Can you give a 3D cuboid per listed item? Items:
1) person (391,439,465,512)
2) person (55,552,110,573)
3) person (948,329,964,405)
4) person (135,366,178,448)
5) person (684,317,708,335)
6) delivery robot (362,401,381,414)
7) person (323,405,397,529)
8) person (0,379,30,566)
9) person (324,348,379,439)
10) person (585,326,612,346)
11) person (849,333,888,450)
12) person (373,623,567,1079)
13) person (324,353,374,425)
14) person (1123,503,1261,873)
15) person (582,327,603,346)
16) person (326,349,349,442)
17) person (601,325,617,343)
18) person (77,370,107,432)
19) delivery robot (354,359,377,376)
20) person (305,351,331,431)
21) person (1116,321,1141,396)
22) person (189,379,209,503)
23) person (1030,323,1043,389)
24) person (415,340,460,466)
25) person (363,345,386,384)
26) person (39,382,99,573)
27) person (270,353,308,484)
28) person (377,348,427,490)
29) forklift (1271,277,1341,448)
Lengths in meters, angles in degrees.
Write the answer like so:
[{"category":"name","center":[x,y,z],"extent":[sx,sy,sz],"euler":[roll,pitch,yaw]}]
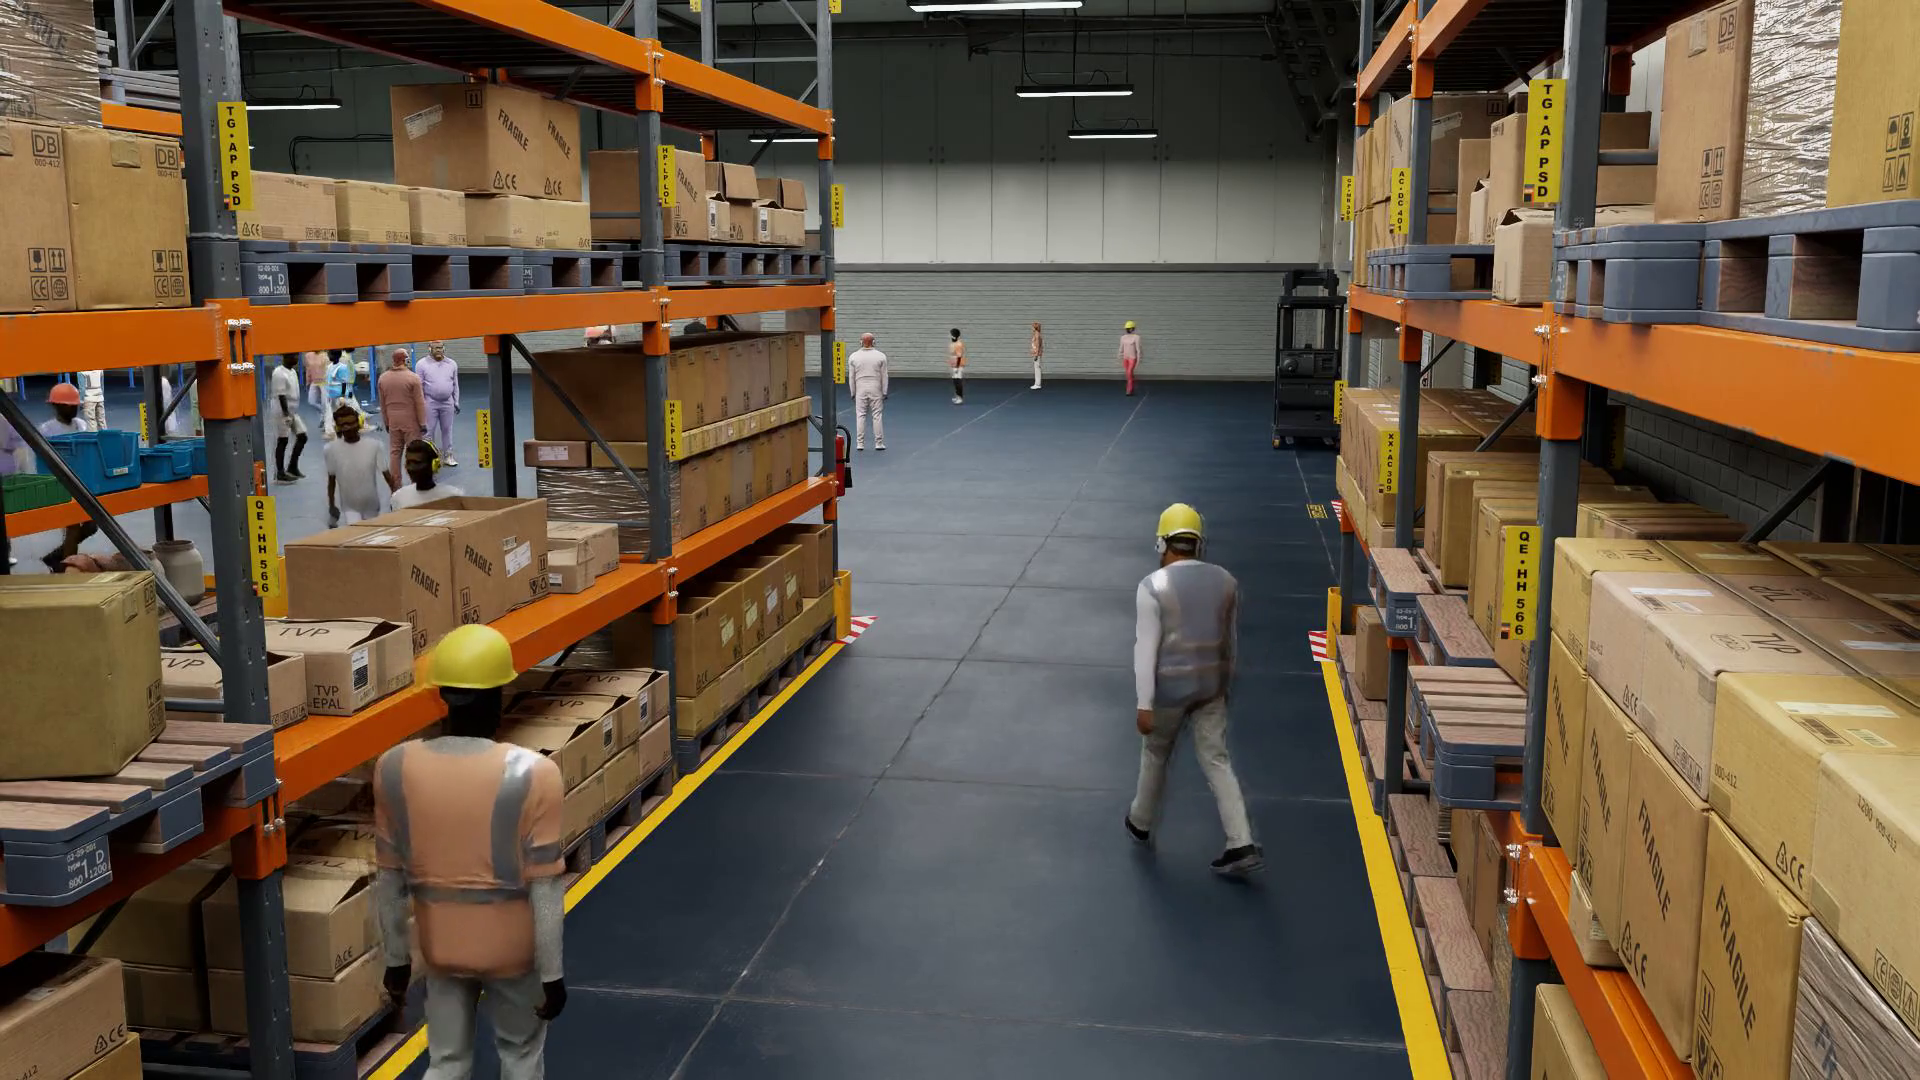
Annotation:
[{"category":"person","center":[-3.452,0.276,10.732],"extent":[0.550,1.841,0.896],"euler":[2,9,9]},{"category":"person","center":[-4.043,0.841,7.911],"extent":[0.524,1.623,0.618],"euler":[2,9,12]},{"category":"person","center":[-0.085,-3.817,36.510],"extent":[0.386,1.661,0.675],"euler":[-3,10,-18]},{"category":"person","center":[-10.244,-1.429,21.063],"extent":[0.888,1.893,0.592],"euler":[-9,13,-44]},{"category":"person","center":[-6.334,-4.561,40.087],"extent":[0.621,1.992,0.397],"euler":[1,9,4]},{"category":"delivery robot","center":[-10.880,-2.427,30.401],"extent":[0.698,0.223,0.335],"euler":[-5,11,-28]},{"category":"person","center":[-5.084,-0.266,14.213],"extent":[0.621,1.815,0.980],"euler":[-3,10,-20]},{"category":"person","center":[-9.545,-0.690,16.472],"extent":[0.589,1.912,0.440],"euler":[-1,9,-5]},{"category":"person","center":[-10.724,-2.677,29.153],"extent":[0.956,1.775,0.687],"euler":[-3,10,-19]},{"category":"person","center":[-7.584,-3.636,35.041],"extent":[0.594,1.800,0.925],"euler":[-1,9,-6]},{"category":"person","center":[-1.485,-2.420,27.143],"extent":[0.643,1.913,0.411],"euler":[0,9,2]},{"category":"person","center":[-1.446,1.196,4.870],"extent":[0.590,1.905,0.781],"euler":[2,9,11]},{"category":"person","center":[-11.713,-3.071,31.616],"extent":[0.990,1.773,0.642],"euler":[-5,10,-28]},{"category":"person","center":[1.130,0.726,8.174],"extent":[0.635,1.781,0.941],"euler":[-4,10,-24]},{"category":"person","center":[-5.992,-2.590,27.917],"extent":[0.935,2.013,0.618],"euler":[-1,9,-5]},{"category":"person","center":[-10.310,-2.378,27.540],"extent":[0.533,1.698,0.318],"euler":[9,13,43]},{"category":"person","center":[-8.733,-4.650,40.626],"extent":[0.690,2.000,1.029],"euler":[-2,9,-14]},{"category":"person","center":[-13.931,-2.210,26.695],"extent":[0.308,1.636,0.513],"euler":[2,9,14]},{"category":"delivery robot","center":[-16.001,-4.608,44.651],"extent":[0.707,0.478,0.477],"euler":[5,11,28]},{"category":"person","center":[-11.673,-2.846,30.271],"extent":[0.571,1.732,0.399],"euler":[3,10,17]},{"category":"person","center":[3.909,-4.224,38.807],"extent":[0.540,1.742,0.747],"euler":[9,13,42]},{"category":"person","center":[-9.276,-1.398,20.758],"extent":[0.402,1.937,0.604],"euler":[7,11,36]},{"category":"person","center":[1.888,-4.553,41.167],"extent":[0.316,1.635,0.526],"euler":[0,9,1]},{"category":"person","center":[-7.790,-2.050,24.871],"extent":[0.638,1.911,0.402],"euler":[-6,11,-34]},{"category":"person","center":[-14.987,-4.915,42.616],"extent":[0.854,1.900,0.344],"euler":[4,10,24]},{"category":"person","center":[-8.175,-0.486,15.193],"extent":[0.551,1.916,0.556],"euler":[2,9,12]},{"category":"person","center":[-9.234,-1.752,22.903],"extent":[0.517,1.942,0.618],"euler":[0,9,2]},{"category":"person","center":[-7.259,-1.549,21.773],"extent":[0.643,1.911,0.411],"euler":[2,9,14]},{"category":"forklift","center":[5.847,-3.016,27.970],"extent":[1.129,2.768,1.873],"euler":[1,9,9]}]
